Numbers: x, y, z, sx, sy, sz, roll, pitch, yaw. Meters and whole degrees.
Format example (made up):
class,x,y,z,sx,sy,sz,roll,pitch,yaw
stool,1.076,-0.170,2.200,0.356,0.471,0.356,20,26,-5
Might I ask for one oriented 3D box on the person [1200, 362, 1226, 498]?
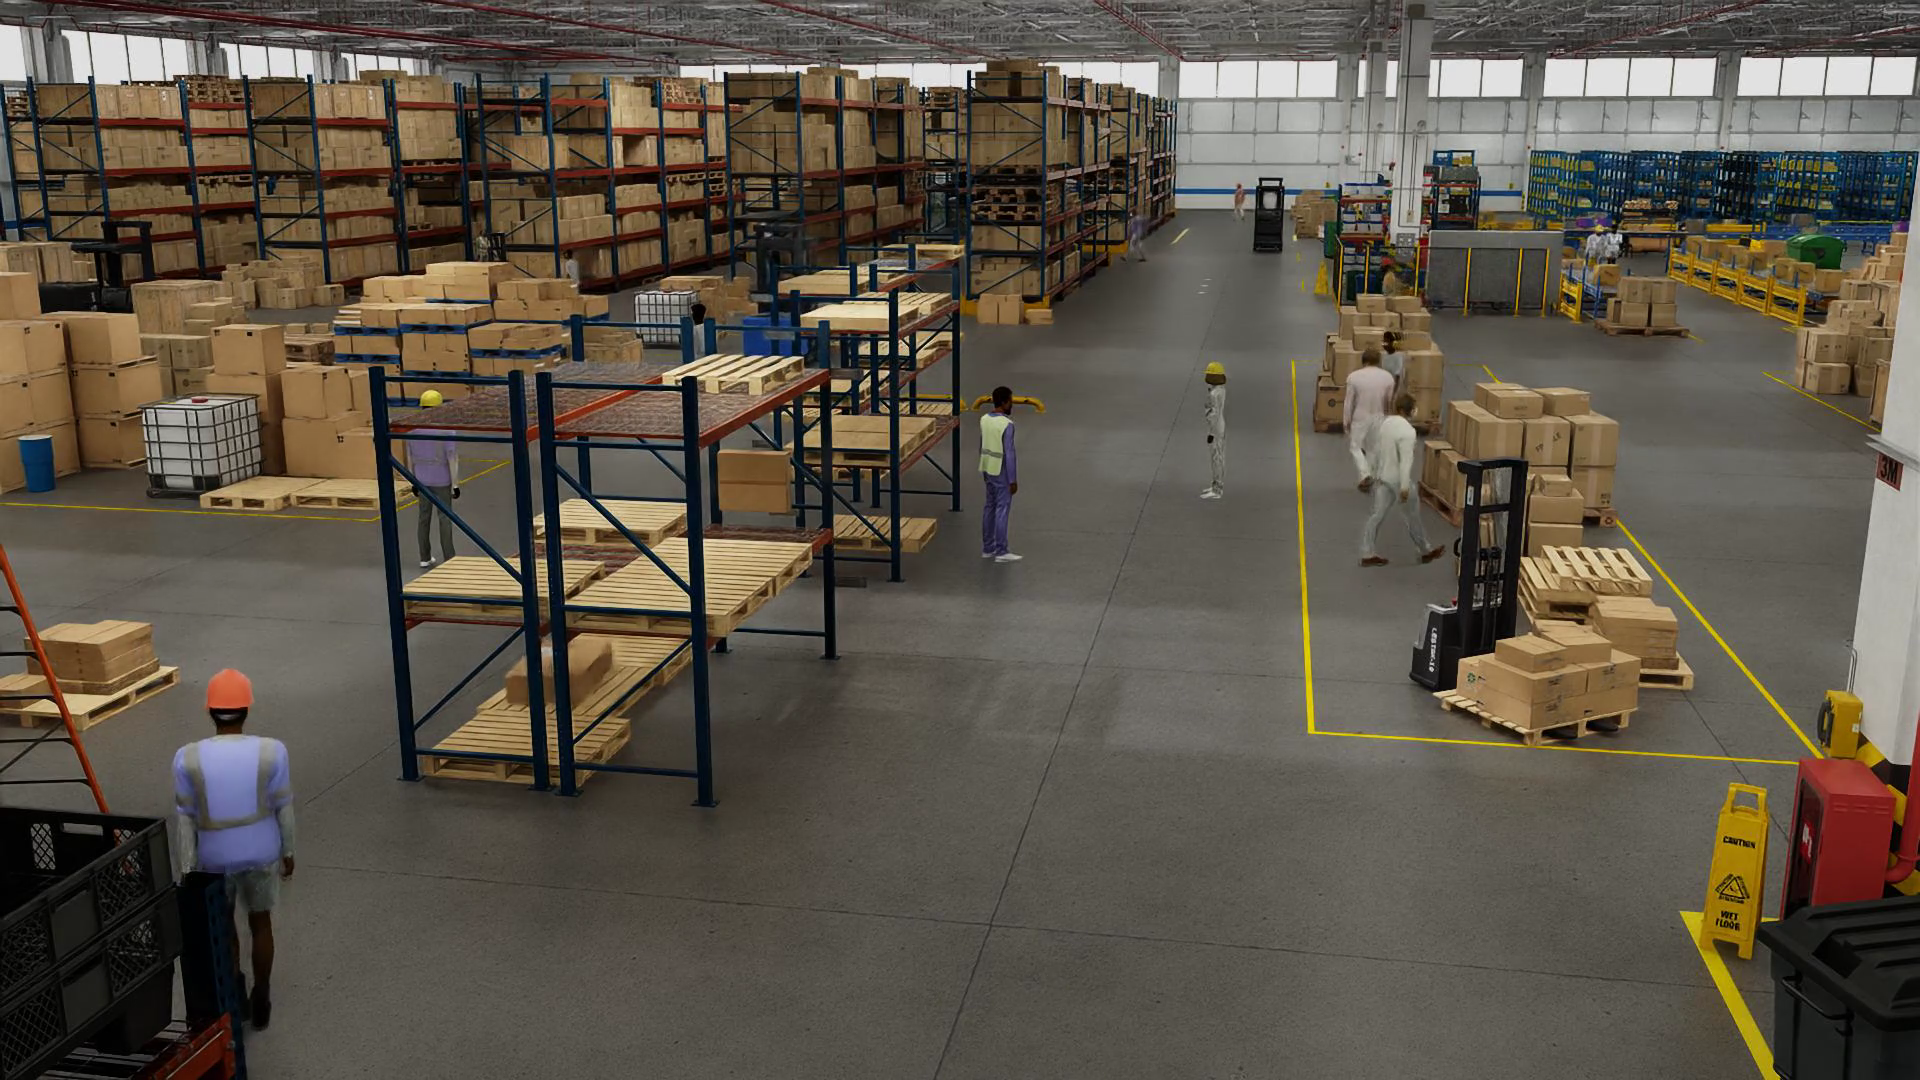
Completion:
class,x,y,z,sx,sy,sz,roll,pitch,yaw
person,3.239,-1.404,21.242,0.301,1.745,0.483,4,14,17

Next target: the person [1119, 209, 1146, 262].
class,x,y,z,sx,sy,sz,roll,pitch,yaw
person,6.199,-10.875,59.413,1.068,1.871,0.624,-2,14,-9

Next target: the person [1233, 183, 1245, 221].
class,x,y,z,sx,sy,sz,roll,pitch,yaw
person,14.449,-17.488,86.066,0.631,1.971,0.742,-5,15,-18

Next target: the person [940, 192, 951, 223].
class,x,y,z,sx,sy,sz,roll,pitch,yaw
person,-0.754,-17.129,85.012,0.607,1.788,0.915,2,14,10

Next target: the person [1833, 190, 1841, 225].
class,x,y,z,sx,sy,sz,roll,pitch,yaw
person,41.925,-15.759,79.353,0.776,1.824,0.576,5,15,20

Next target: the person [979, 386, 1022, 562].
class,x,y,z,sx,sy,sz,roll,pitch,yaw
person,0.420,-0.719,18.101,0.377,1.917,0.600,-8,16,-31

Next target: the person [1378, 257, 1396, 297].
class,x,y,z,sx,sy,sz,roll,pitch,yaw
person,9.282,-5.255,36.566,0.854,1.898,0.547,1,14,6

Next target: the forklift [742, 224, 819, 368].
class,x,y,z,sx,sy,sz,roll,pitch,yaw
forklift,-3.547,-4.799,32.688,1.129,2.768,1.873,3,14,10

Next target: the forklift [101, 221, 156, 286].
class,x,y,z,sx,sy,sz,roll,pitch,yaw
forklift,-16.772,-5.071,33.793,1.129,2.768,1.873,3,14,10

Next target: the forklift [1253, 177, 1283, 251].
class,x,y,z,sx,sy,sz,roll,pitch,yaw
forklift,12.083,-12.747,64.956,1.129,2.768,1.873,3,14,10

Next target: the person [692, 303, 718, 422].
class,x,y,z,sx,sy,sz,roll,pitch,yaw
person,-4.082,-2.746,26.236,0.368,1.966,0.602,13,19,42

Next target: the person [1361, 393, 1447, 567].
class,x,y,z,sx,sy,sz,roll,pitch,yaw
person,4.778,-0.641,17.839,0.985,1.888,0.655,-4,14,-16

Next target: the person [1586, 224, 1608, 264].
class,x,y,z,sx,sy,sz,roll,pitch,yaw
person,19.398,-8.673,50.595,0.626,1.814,0.624,3,14,13

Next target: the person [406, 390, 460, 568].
class,x,y,z,sx,sy,sz,roll,pitch,yaw
person,-5.627,-0.649,17.829,0.585,1.918,0.410,3,14,12

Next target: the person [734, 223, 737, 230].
class,x,y,z,sx,sy,sz,roll,pitch,yaw
person,-9.463,-13.187,69.311,0.281,1.634,0.498,5,15,18

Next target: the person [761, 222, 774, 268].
class,x,y,z,sx,sy,sz,roll,pitch,yaw
person,-6.524,-10.310,57.085,0.607,1.897,0.600,-3,14,-10

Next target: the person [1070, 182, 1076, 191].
class,x,y,z,sx,sy,sz,roll,pitch,yaw
person,6.229,-18.293,89.505,0.549,1.899,0.923,-2,14,-6

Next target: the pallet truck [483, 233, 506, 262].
class,x,y,z,sx,sy,sz,roll,pitch,yaw
pallet truck,-11.832,-7.026,43.548,1.885,1.965,0.823,8,16,28

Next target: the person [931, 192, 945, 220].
class,x,y,z,sx,sy,sz,roll,pitch,yaw
person,-1.131,-17.701,87.421,0.707,1.736,0.532,-12,18,-39

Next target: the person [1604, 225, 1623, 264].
class,x,y,z,sx,sy,sz,roll,pitch,yaw
person,21.071,-9.341,53.658,0.545,1.651,0.865,3,14,13

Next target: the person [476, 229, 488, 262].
class,x,y,z,sx,sy,sz,roll,pitch,yaw
person,-14.782,-8.837,51.645,0.315,1.636,0.515,11,18,38

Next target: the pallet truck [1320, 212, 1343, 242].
class,x,y,z,sx,sy,sz,roll,pitch,yaw
pallet truck,15.874,-13.227,70.310,0.680,1.201,1.601,10,17,35

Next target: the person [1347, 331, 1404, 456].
class,x,y,z,sx,sy,sz,roll,pitch,yaw
person,6.016,-2.050,23.688,0.944,1.824,0.521,-6,15,-23

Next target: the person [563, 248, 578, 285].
class,x,y,z,sx,sy,sz,roll,pitch,yaw
person,-9.453,-6.134,40.230,0.580,1.847,0.518,6,15,23

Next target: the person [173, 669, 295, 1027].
class,x,y,z,sx,sy,sz,roll,pitch,yaw
person,-3.753,1.608,8.649,0.581,1.919,0.412,-6,15,-22

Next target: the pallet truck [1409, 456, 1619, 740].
class,x,y,z,sx,sy,sz,roll,pitch,yaw
pallet truck,4.504,0.400,13.395,0.823,1.965,1.885,-6,15,-23

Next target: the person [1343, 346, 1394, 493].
class,x,y,z,sx,sy,sz,roll,pitch,yaw
person,5.251,-1.533,21.396,0.653,1.921,0.547,-2,14,-7
